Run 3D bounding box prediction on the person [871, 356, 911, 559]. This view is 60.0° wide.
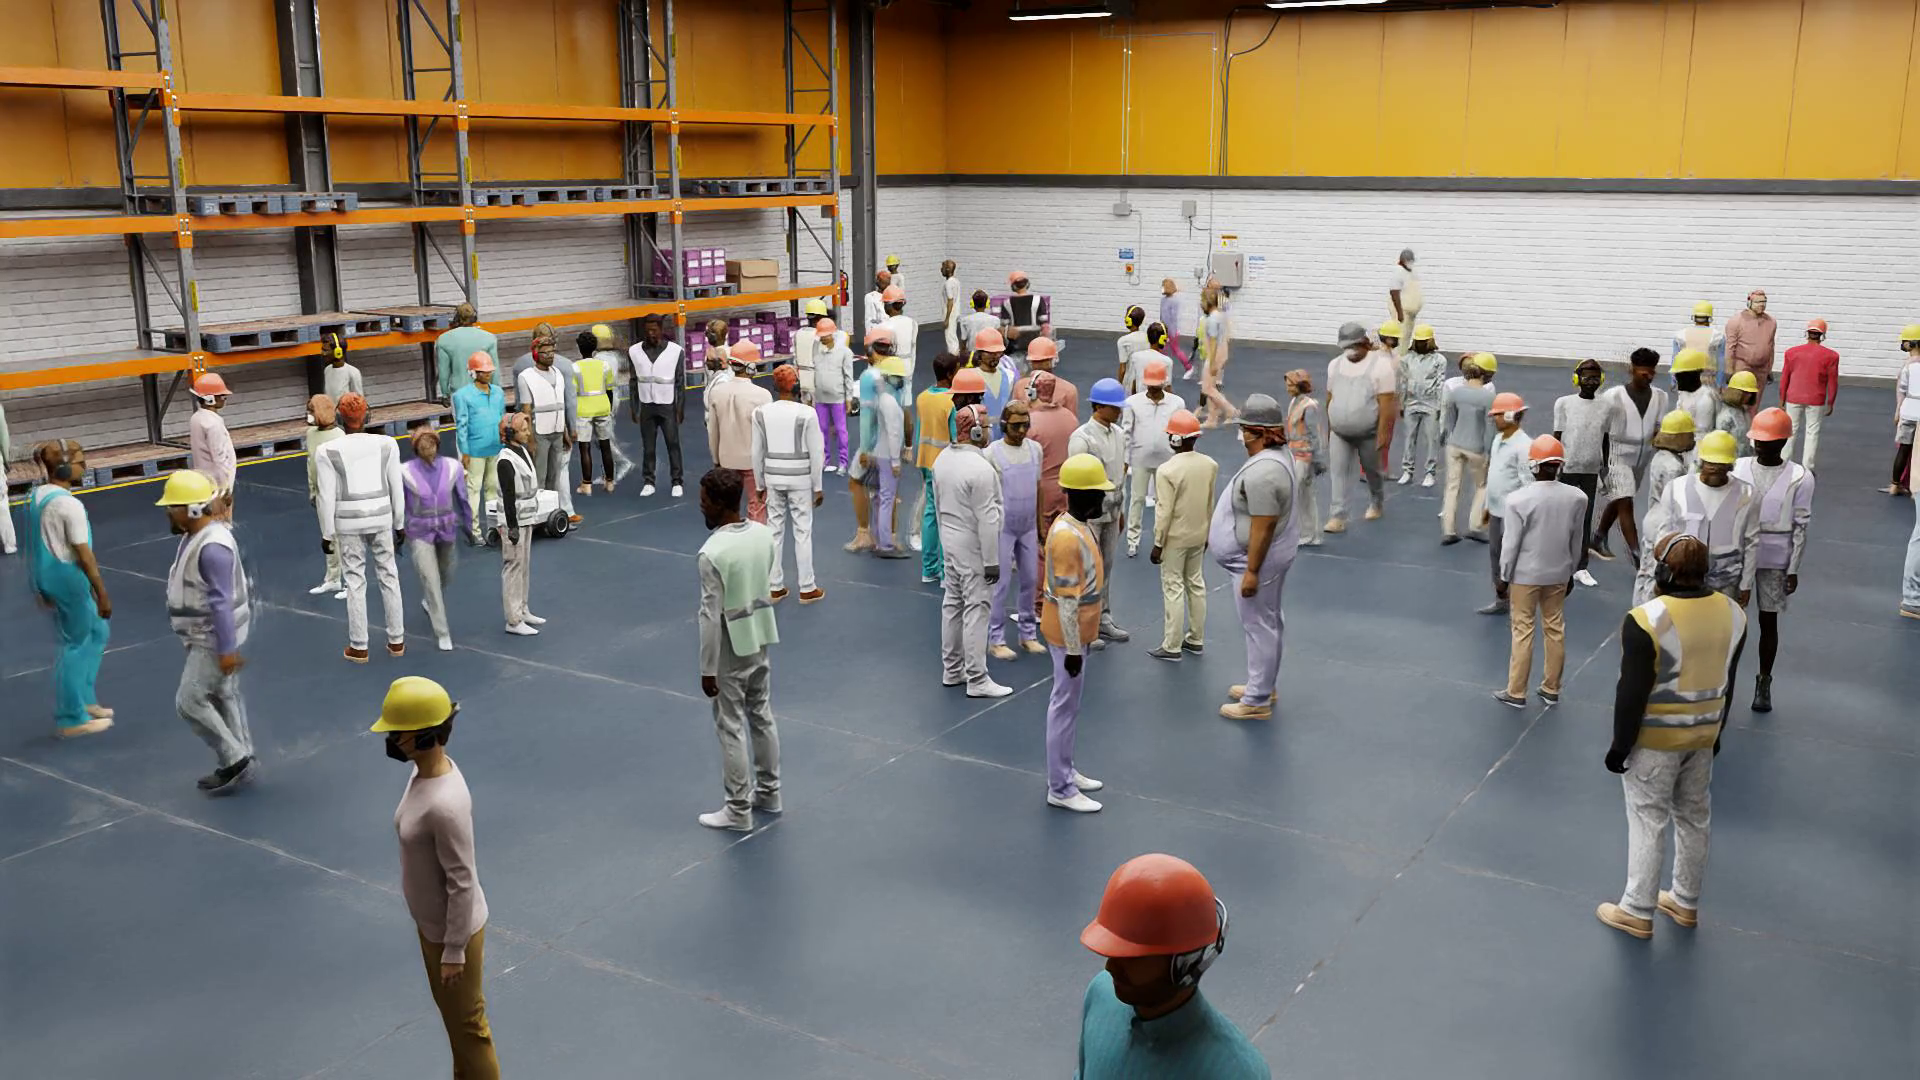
[{"bbox_3d":[-0.612,-0.722,14.545,0.329,1.765,0.526,-3,13,-15],"label":"person"}]

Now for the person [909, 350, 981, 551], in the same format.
[{"bbox_3d":[-0.012,-0.771,14.708,1.023,1.788,0.631,6,14,26],"label":"person"}]

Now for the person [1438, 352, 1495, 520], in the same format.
[{"bbox_3d":[4.881,-1.000,16.049,0.518,1.632,0.317,8,15,32],"label":"person"}]

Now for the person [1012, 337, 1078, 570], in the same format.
[{"bbox_3d":[0.687,-0.710,13.986,0.622,1.994,0.381,6,14,25],"label":"person"}]

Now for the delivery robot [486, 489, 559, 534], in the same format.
[{"bbox_3d":[-3.981,-0.295,15.134,0.477,0.478,0.707,6,14,24],"label":"delivery robot"}]

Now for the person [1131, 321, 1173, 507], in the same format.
[{"bbox_3d":[1.924,-1.256,16.668,0.524,1.858,0.338,12,18,43],"label":"person"}]

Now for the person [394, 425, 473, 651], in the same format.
[{"bbox_3d":[-3.816,-0.059,12.006,0.546,1.604,0.804,-9,16,-33],"label":"person"}]

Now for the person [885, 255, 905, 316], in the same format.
[{"bbox_3d":[-1.177,-4.163,29.492,0.341,1.761,0.529,-10,16,-37],"label":"person"}]

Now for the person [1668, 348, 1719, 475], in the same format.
[{"bbox_3d":[6.129,-0.658,13.956,0.491,1.902,0.622,2,13,9],"label":"person"}]

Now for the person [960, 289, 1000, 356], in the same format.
[{"bbox_3d":[0.256,-2.157,20.568,0.508,1.860,0.334,1,13,3],"label":"person"}]

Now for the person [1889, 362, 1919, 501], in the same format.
[{"bbox_3d":[9.811,-1.239,16.959,0.319,1.686,0.539,-6,14,-25],"label":"person"}]

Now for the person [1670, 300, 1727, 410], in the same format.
[{"bbox_3d":[8.582,-1.863,19.348,0.597,1.829,0.404,8,15,32],"label":"person"}]

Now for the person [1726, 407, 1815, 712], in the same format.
[{"bbox_3d":[5.039,0.120,10.514,0.544,1.937,0.350,9,16,33],"label":"person"}]

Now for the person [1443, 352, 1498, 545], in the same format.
[{"bbox_3d":[4.615,-0.816,14.980,0.552,1.736,0.550,-9,16,-35],"label":"person"}]

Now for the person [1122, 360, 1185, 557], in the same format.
[{"bbox_3d":[1.686,-0.704,14.513,0.573,1.739,0.348,0,13,-2],"label":"person"}]

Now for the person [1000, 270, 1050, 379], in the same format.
[{"bbox_3d":[0.879,-2.553,21.968,0.708,1.998,0.540,3,13,11],"label":"person"}]

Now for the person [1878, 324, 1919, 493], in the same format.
[{"bbox_3d":[9.854,-1.359,17.320,0.341,1.759,0.525,12,17,41],"label":"person"}]

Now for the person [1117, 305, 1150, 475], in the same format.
[{"bbox_3d":[1.906,-1.655,18.350,0.513,1.877,0.328,-9,16,-35],"label":"person"}]

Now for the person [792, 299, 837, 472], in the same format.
[{"bbox_3d":[-1.609,-1.710,18.499,0.592,1.918,0.400,12,18,42],"label":"person"}]

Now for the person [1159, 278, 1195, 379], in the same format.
[{"bbox_3d":[3.314,-3.290,26.037,0.765,1.608,0.505,-5,14,-23],"label":"person"}]

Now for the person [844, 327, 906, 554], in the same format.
[{"bbox_3d":[-0.752,-0.864,14.658,0.611,1.994,0.641,9,16,35],"label":"person"}]

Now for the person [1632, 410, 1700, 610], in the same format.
[{"bbox_3d":[4.955,-0.048,11.666,0.317,1.743,0.487,2,13,10],"label":"person"}]

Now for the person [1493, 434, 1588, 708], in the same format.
[{"bbox_3d":[3.673,0.199,10.573,0.561,1.752,0.324,-3,13,-13],"label":"person"}]

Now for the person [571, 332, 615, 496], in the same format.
[{"bbox_3d":[-3.821,-1.304,17.216,0.537,1.695,0.320,-9,16,-33],"label":"person"}]

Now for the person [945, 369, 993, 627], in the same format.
[{"bbox_3d":[0.067,-0.307,12.361,0.356,1.937,0.552,-1,13,-6],"label":"person"}]

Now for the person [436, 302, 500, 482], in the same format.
[{"bbox_3d":[-5.275,-1.589,17.921,0.635,1.937,0.354,-4,14,-16],"label":"person"}]

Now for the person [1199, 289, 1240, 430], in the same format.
[{"bbox_3d":[3.277,-2.284,21.192,0.512,1.823,0.557,3,13,13],"label":"person"}]

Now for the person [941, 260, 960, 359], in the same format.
[{"bbox_3d":[-0.165,-3.568,26.711,0.330,1.844,0.519,3,13,12],"label":"person"}]

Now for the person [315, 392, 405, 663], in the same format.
[{"bbox_3d":[-4.132,-0.085,11.519,0.573,1.883,0.354,-9,16,-33],"label":"person"}]

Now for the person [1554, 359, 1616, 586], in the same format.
[{"bbox_3d":[5.053,-0.547,13.553,0.508,1.872,0.329,0,13,-1],"label":"person"}]

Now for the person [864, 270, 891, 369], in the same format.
[{"bbox_3d":[-1.108,-2.884,23.652,0.576,1.886,0.362,-12,17,-42],"label":"person"}]

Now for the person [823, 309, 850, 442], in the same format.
[{"bbox_3d":[-1.586,-1.998,20.283,0.548,1.654,0.674,-7,15,-27],"label":"person"}]

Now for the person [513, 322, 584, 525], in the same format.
[{"bbox_3d":[-3.895,-1.084,15.731,0.629,1.940,0.379,4,14,18],"label":"person"}]

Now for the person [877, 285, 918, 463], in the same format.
[{"bbox_3d":[-0.747,-1.852,18.837,0.374,2.044,0.606,10,16,37],"label":"person"}]

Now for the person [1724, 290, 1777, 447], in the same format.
[{"bbox_3d":[9.481,-2.041,19.954,0.641,1.908,0.407,-2,13,-9],"label":"person"}]

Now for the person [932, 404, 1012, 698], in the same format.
[{"bbox_3d":[0.086,0.069,10.800,0.408,1.909,0.638,-7,15,-29],"label":"person"}]

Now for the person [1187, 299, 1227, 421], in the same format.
[{"bbox_3d":[3.239,-2.424,22.137,0.749,1.675,0.541,-5,14,-22],"label":"person"}]

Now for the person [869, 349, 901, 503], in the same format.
[{"bbox_3d":[-0.785,-1.190,16.856,0.279,1.634,0.499,-4,14,-17],"label":"person"}]

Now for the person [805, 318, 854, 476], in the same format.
[{"bbox_3d":[-1.448,-1.576,18.312,0.572,1.738,0.355,4,14,18],"label":"person"}]
